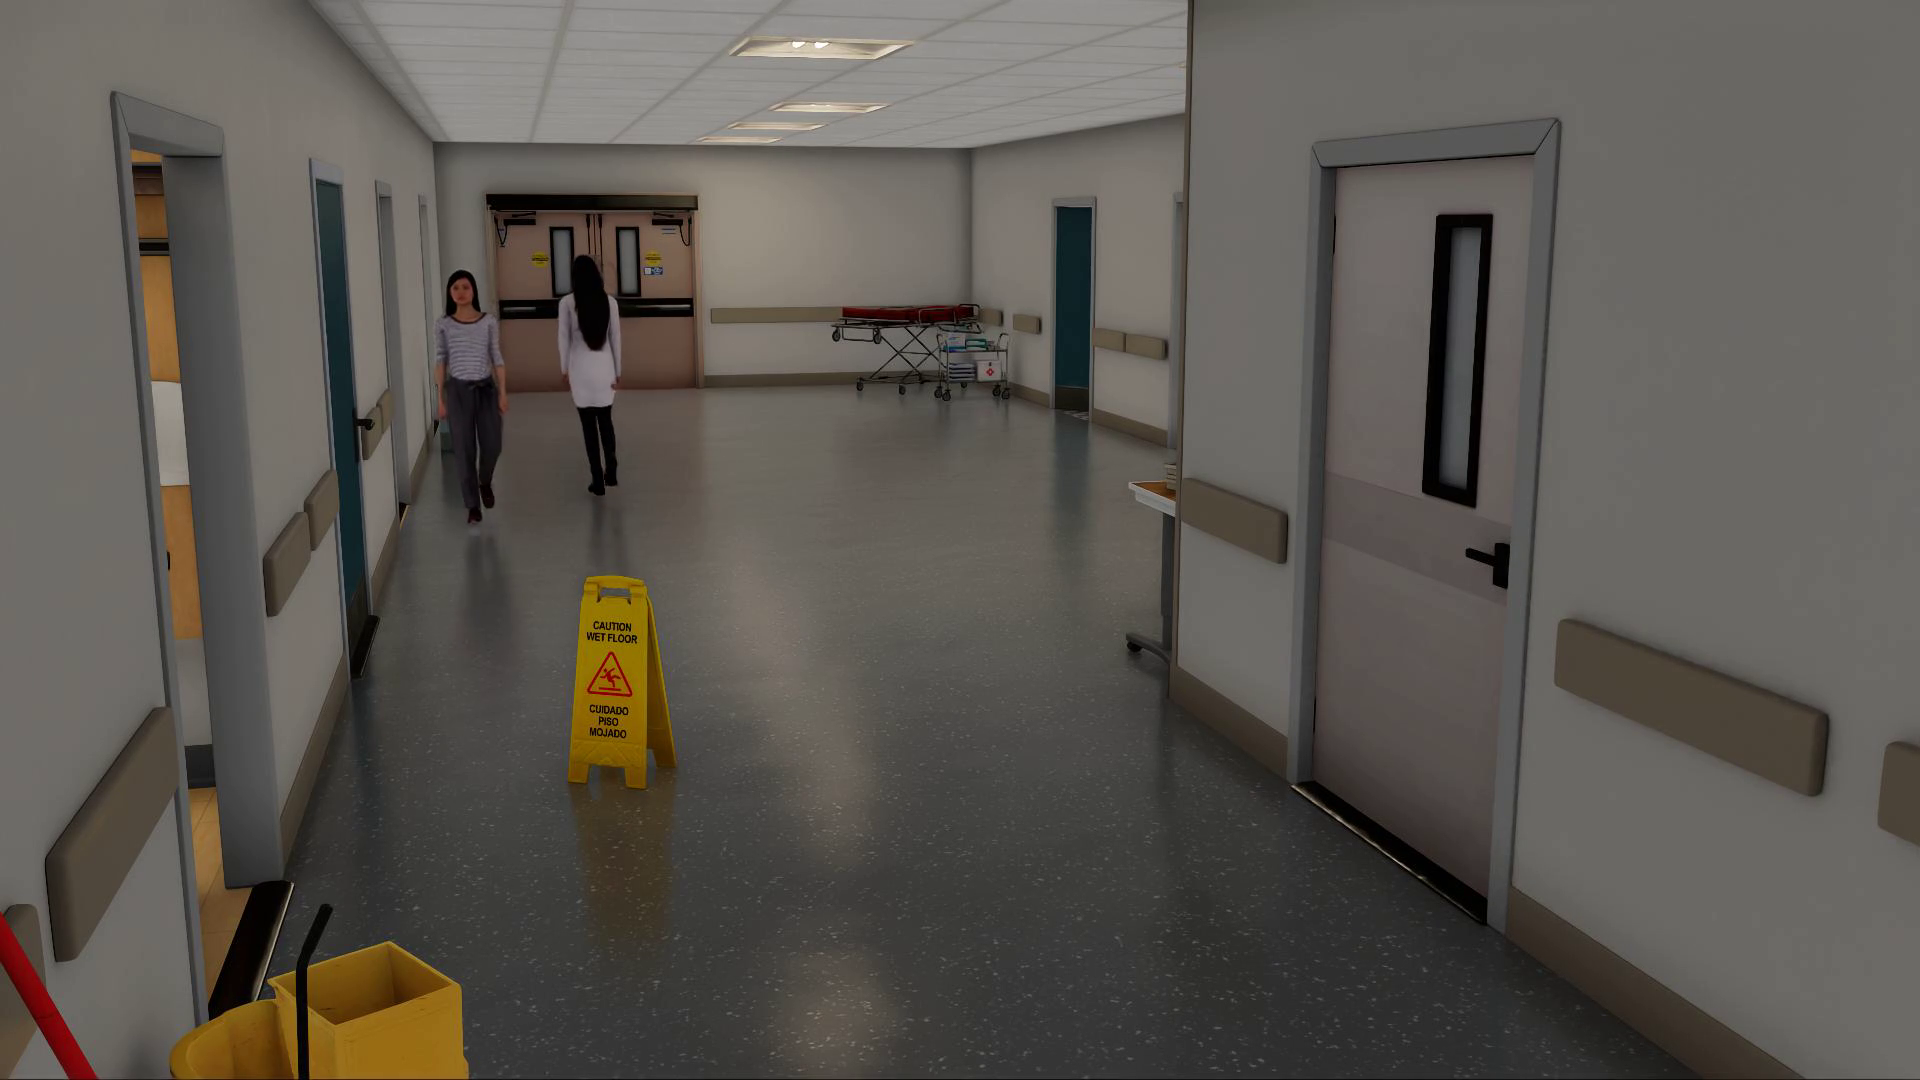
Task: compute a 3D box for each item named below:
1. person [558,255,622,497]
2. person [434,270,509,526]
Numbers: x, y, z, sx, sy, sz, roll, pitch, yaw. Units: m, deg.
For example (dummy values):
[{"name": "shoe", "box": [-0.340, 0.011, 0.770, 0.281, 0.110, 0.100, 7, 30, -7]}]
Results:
[{"name": "person", "box": [-2.754, -1.213, 12.452, 0.646, 1.794, 0.622, -5, 12, -23]}, {"name": "person", "box": [-3.328, -0.970, 11.365, 0.607, 1.721, 0.689, -3, 11, -14]}]
